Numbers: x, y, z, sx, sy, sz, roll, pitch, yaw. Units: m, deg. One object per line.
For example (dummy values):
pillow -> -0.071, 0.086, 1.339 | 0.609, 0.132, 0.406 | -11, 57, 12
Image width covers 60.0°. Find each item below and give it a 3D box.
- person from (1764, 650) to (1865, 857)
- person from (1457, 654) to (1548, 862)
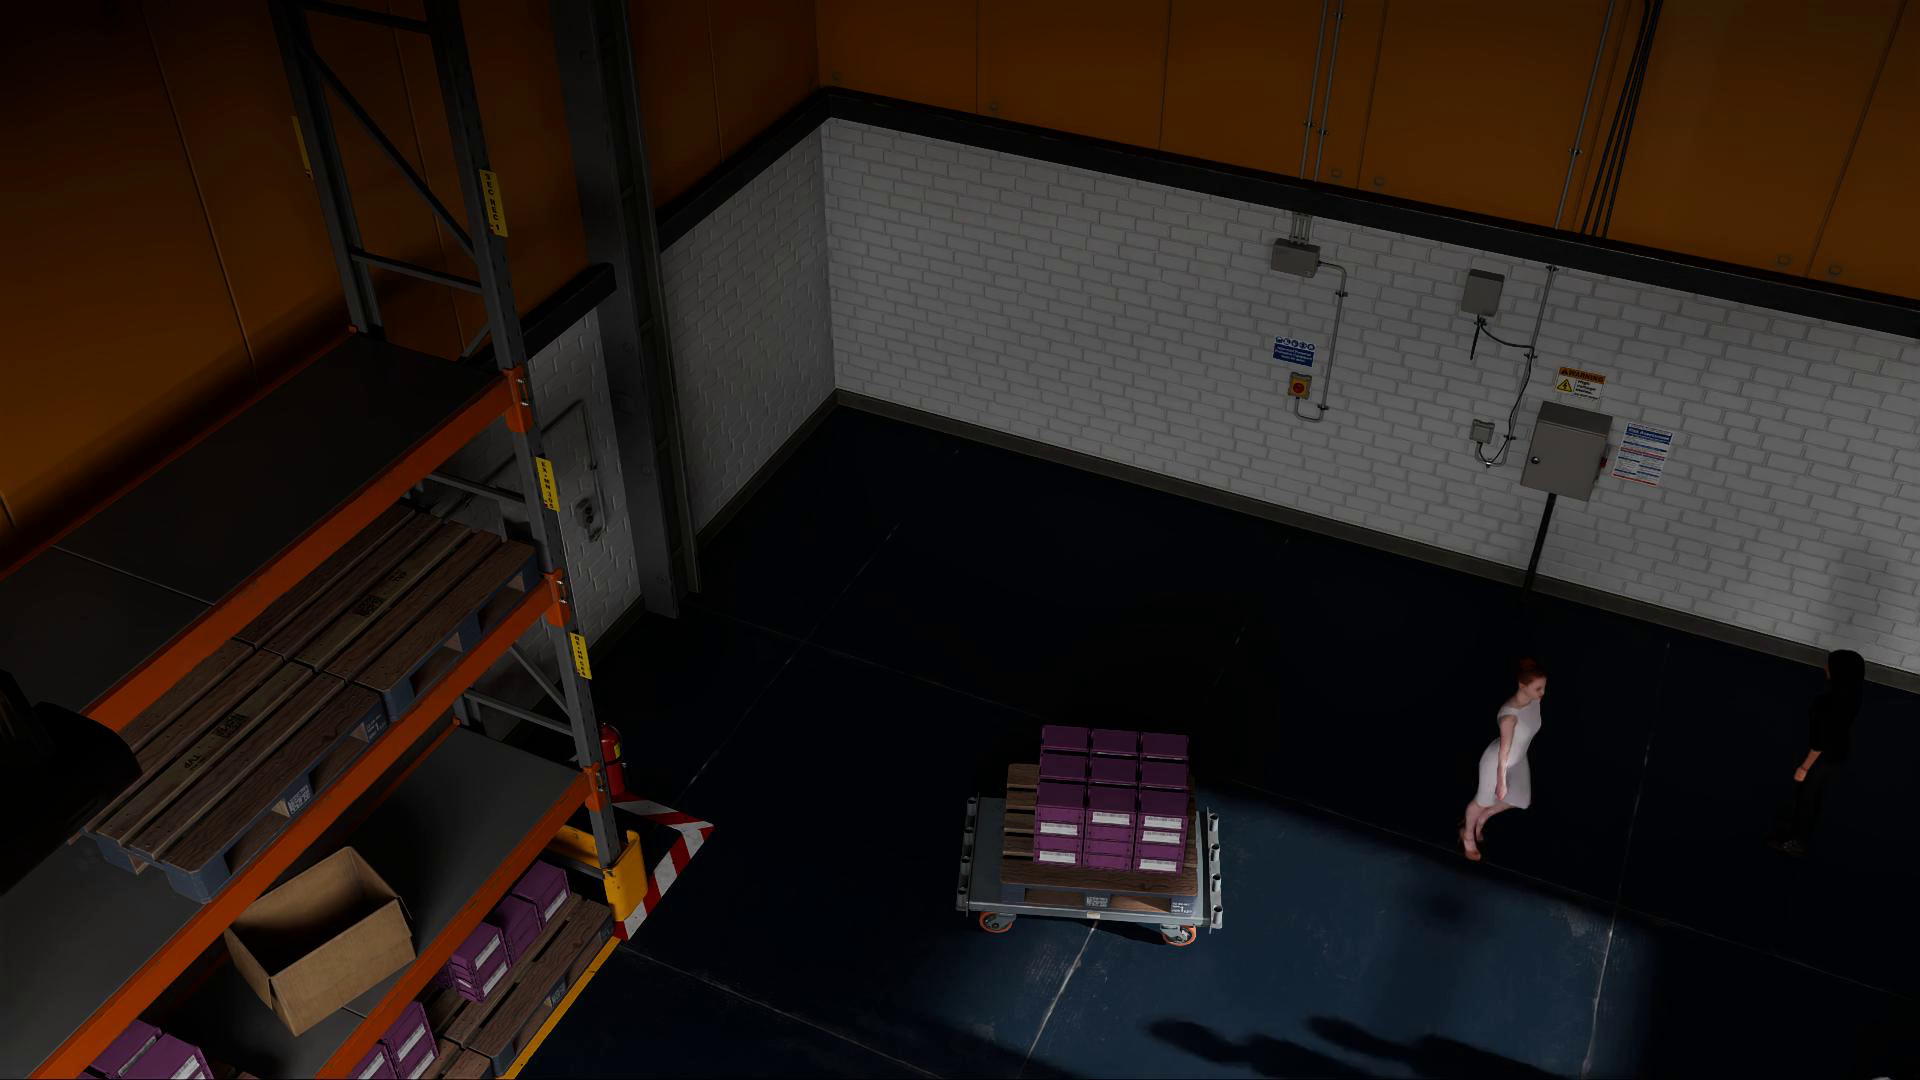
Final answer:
person -> 5.559, 1.370, 10.672 | 0.704, 1.630, 0.569 | 27, 46, 30
person -> 3.362, 1.376, 10.539 | 0.677, 1.785, 0.740 | -27, 46, -29
